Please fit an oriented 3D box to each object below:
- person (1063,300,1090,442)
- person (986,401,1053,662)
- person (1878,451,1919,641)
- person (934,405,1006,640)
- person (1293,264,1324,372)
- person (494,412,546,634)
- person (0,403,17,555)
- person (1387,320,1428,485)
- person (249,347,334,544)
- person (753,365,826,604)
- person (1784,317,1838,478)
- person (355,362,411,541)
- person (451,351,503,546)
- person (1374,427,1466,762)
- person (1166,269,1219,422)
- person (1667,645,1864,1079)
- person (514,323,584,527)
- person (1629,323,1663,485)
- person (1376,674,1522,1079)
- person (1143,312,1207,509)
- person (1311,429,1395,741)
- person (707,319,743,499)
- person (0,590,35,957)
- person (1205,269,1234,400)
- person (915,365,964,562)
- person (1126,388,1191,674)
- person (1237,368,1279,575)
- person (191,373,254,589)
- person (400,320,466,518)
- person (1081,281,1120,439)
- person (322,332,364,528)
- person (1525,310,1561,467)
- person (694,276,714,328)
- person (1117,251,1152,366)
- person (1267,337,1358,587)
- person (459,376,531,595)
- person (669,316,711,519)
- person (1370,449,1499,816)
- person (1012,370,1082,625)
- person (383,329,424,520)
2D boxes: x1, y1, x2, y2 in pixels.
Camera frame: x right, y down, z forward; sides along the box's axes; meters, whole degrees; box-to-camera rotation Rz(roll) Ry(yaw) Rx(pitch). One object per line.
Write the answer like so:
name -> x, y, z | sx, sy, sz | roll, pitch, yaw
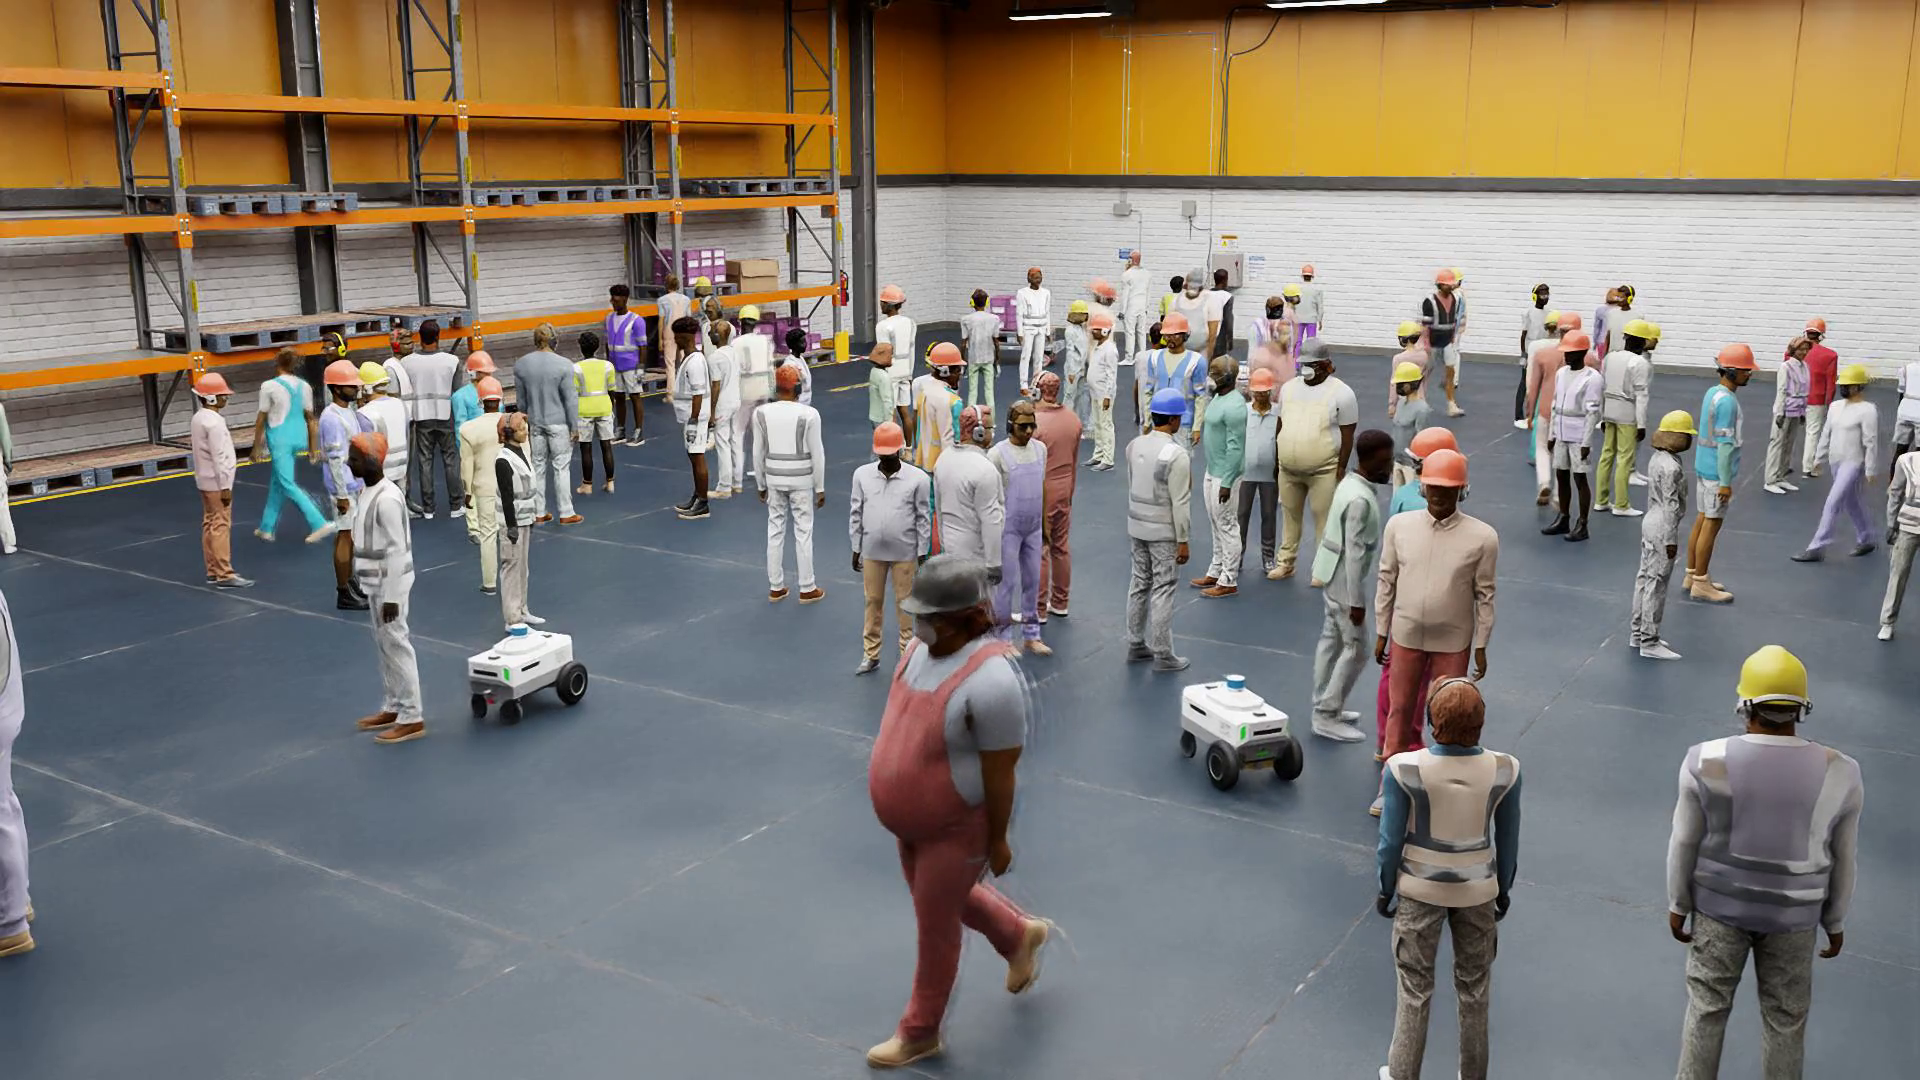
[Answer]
person -> 1.443, -2.081, 20.482 | 0.301, 1.745, 0.483 | 6, 14, 24
person -> 0.410, -0.064, 11.548 | 0.518, 1.835, 0.357 | -9, 16, -35
person -> 6.932, -0.061, 11.949 | 0.513, 1.640, 0.313 | 6, 14, 25
person -> 0.100, 0.068, 10.806 | 0.406, 1.906, 0.654 | -8, 15, -30
person -> 5.621, -3.588, 26.998 | 0.573, 1.750, 0.330 | 6, 14, 24
person -> -3.261, -0.128, 12.236 | 0.309, 1.641, 0.513 | 0, 13, -2
person -> -8.553, -0.651, 14.508 | 0.525, 1.639, 0.307 | -10, 16, -36
person -> 4.765, -1.458, 17.758 | 0.522, 1.758, 0.349 | -9, 16, -34
person -> -6.094, -0.855, 15.088 | 0.881, 1.781, 0.515 | 4, 14, 18
person -> -1.324, -0.433, 13.022 | 0.583, 1.885, 0.350 | 4, 14, 16
person -> 9.292, -1.559, 18.220 | 0.352, 1.743, 0.572 | -12, 17, -41
person -> -4.745, -0.547, 13.643 | 0.404, 1.830, 0.592 | 4, 14, 16
person -> -4.306, -0.835, 15.057 | 0.330, 1.750, 0.572 | 8, 15, 31
person -> 2.602, 0.347, 9.400 | 0.395, 1.994, 0.613 | -2, 13, -8
person -> 3.020, -2.585, 22.018 | 0.767, 2.000, 0.538 | 6, 14, 25
person -> 2.782, 1.262, 5.812 | 0.592, 1.824, 0.403 | 5, 14, 19
person -> -3.877, -1.082, 15.725 | 0.632, 1.939, 0.368 | 4, 13, 15
person -> 7.288, -1.457, 17.804 | 0.324, 1.731, 0.488 | 8, 15, 30
person -> 1.775, 1.292, 6.081 | 0.513, 1.641, 0.307 | 0, 13, 1
person -> 2.002, -1.118, 15.648 | 0.608, 2.044, 0.370 | 7, 15, 29
person -> 2.339, 0.264, 9.991 | 0.453, 1.896, 0.615 | 2, 13, 10
person -> -2.425, -1.337, 17.034 | 0.345, 1.846, 0.506 | 6, 14, 23
person -> -4.368, 0.824, 7.230 | 0.536, 2.000, 0.688 | -6, 14, -25
person -> 3.637, -2.897, 23.677 | 0.402, 1.909, 0.590 | -9, 16, -36
person -> -0.149, -0.568, 13.548 | 0.395, 1.916, 0.587 | -9, 16, -33
person -> 1.360, -0.065, 11.311 | 0.417, 1.940, 0.607 | -8, 15, -30
person -> 2.497, -0.567, 13.896 | 0.573, 1.749, 0.343 | 2, 13, 8
person -> -6.034, -0.487, 13.544 | 0.340, 1.752, 0.564 | -10, 16, -37
person -> -5.081, -1.158, 16.101 | 0.596, 1.915, 0.373 | -2, 13, -8
person -> 1.677, -2.219, 20.635 | 0.473, 1.952, 0.681 | -8, 15, -32
person -> -5.781, -1.012, 15.570 | 0.526, 1.871, 0.324 | 8, 15, 31
person -> 6.658, -1.700, 18.779 | 0.523, 1.769, 0.323 | 5, 14, 20
person -> -3.738, -3.003, 24.480 | 0.313, 1.744, 0.487 | -2, 13, -7
person -> 2.903, -3.879, 27.928 | 0.642, 1.908, 0.410 | -10, 17, -38
person -> 2.839, -0.639, 13.578 | 0.688, 2.000, 0.539 | 10, 16, 36
person -> -3.705, -0.435, 13.314 | 0.561, 1.756, 0.318 | -6, 14, -25
person -> -2.605, -1.189, 16.144 | 0.367, 1.958, 0.607 | -3, 13, -13
person -> 2.468, 0.506, 8.707 | 0.609, 1.997, 0.374 | 6, 14, 25
person -> 0.620, -0.320, 12.487 | 0.407, 1.908, 0.641 | 11, 17, 40
person -> -5.414, -1.126, 16.118 | 0.374, 1.843, 0.569 | -1, 13, -3
